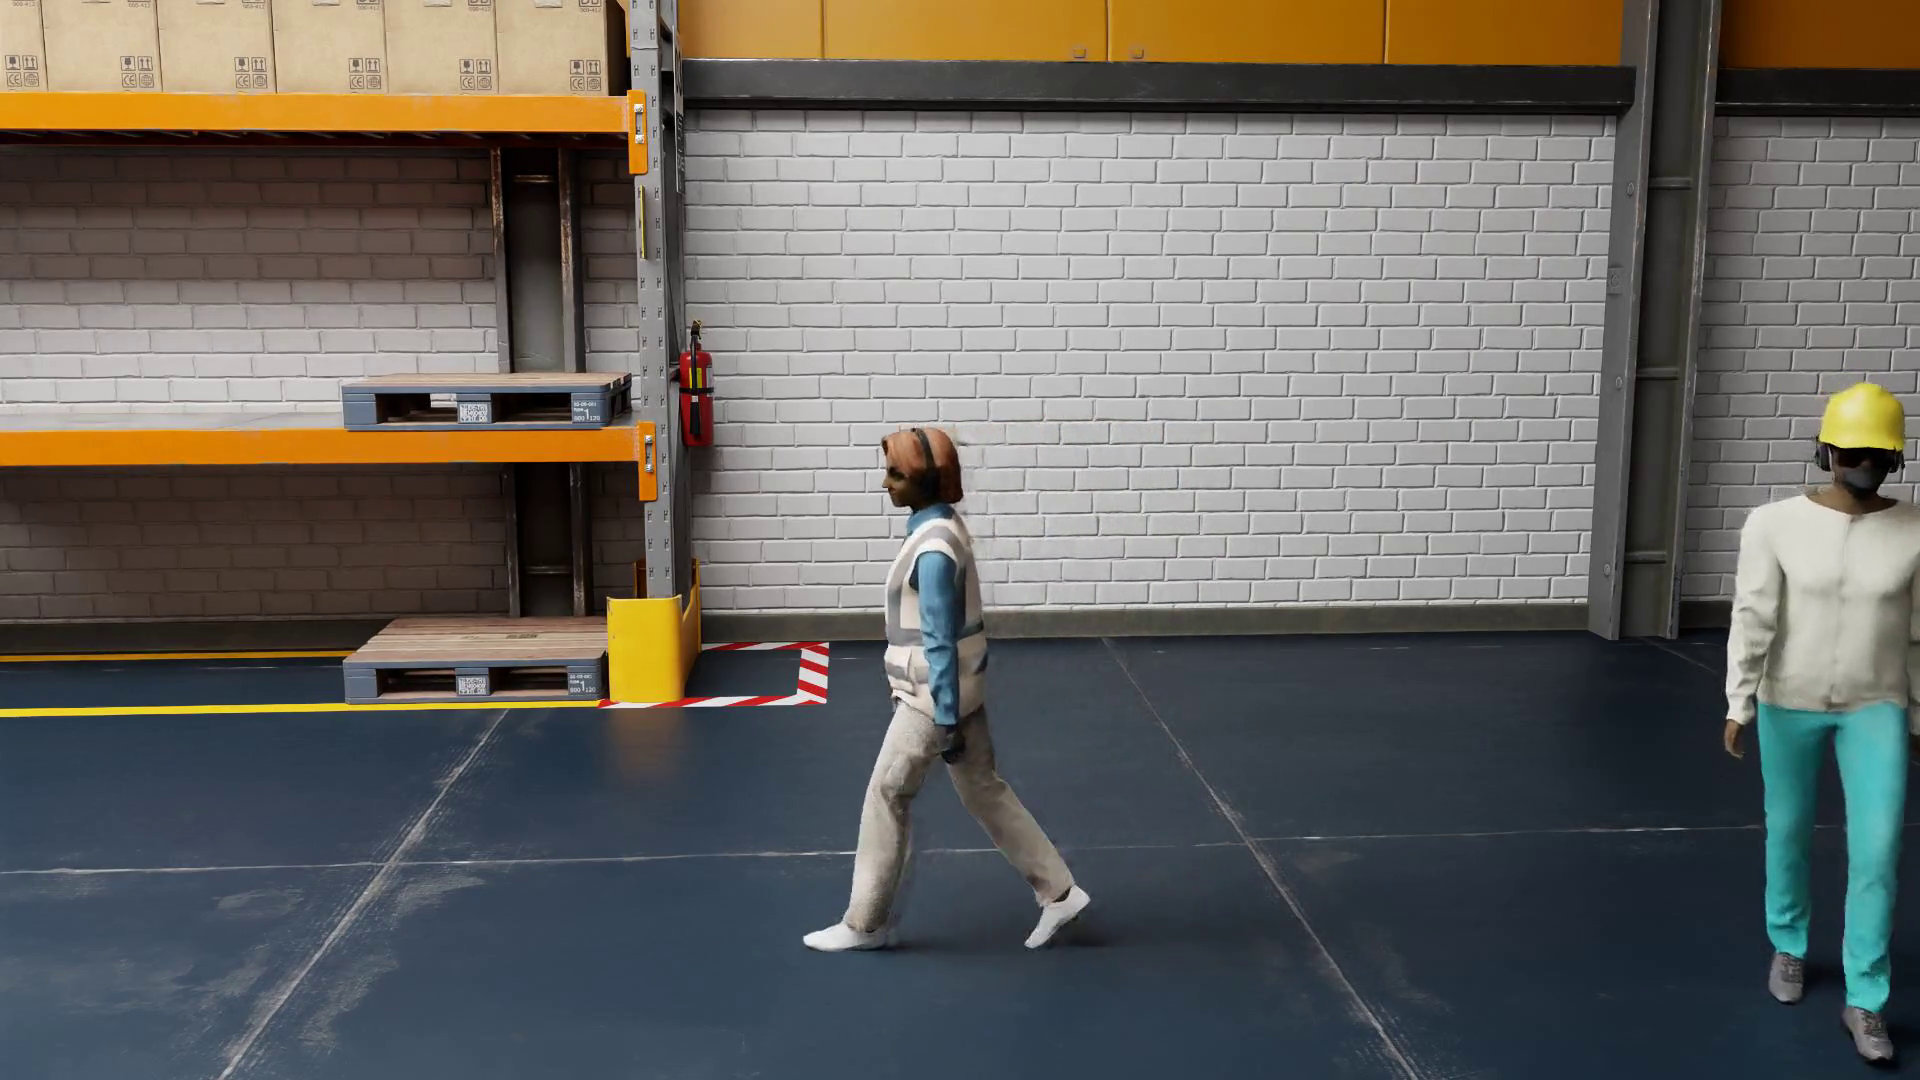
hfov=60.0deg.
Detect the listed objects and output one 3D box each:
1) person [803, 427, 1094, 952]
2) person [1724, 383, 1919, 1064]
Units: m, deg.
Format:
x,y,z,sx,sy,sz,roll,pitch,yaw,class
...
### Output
x,y,z,sx,sy,sz,roll,pitch,yaw,class
-0.017,0.454,4.886,0.823,1.599,0.515,1,9,6,person
2.310,0.465,4.395,0.535,1.740,0.751,4,10,23,person
